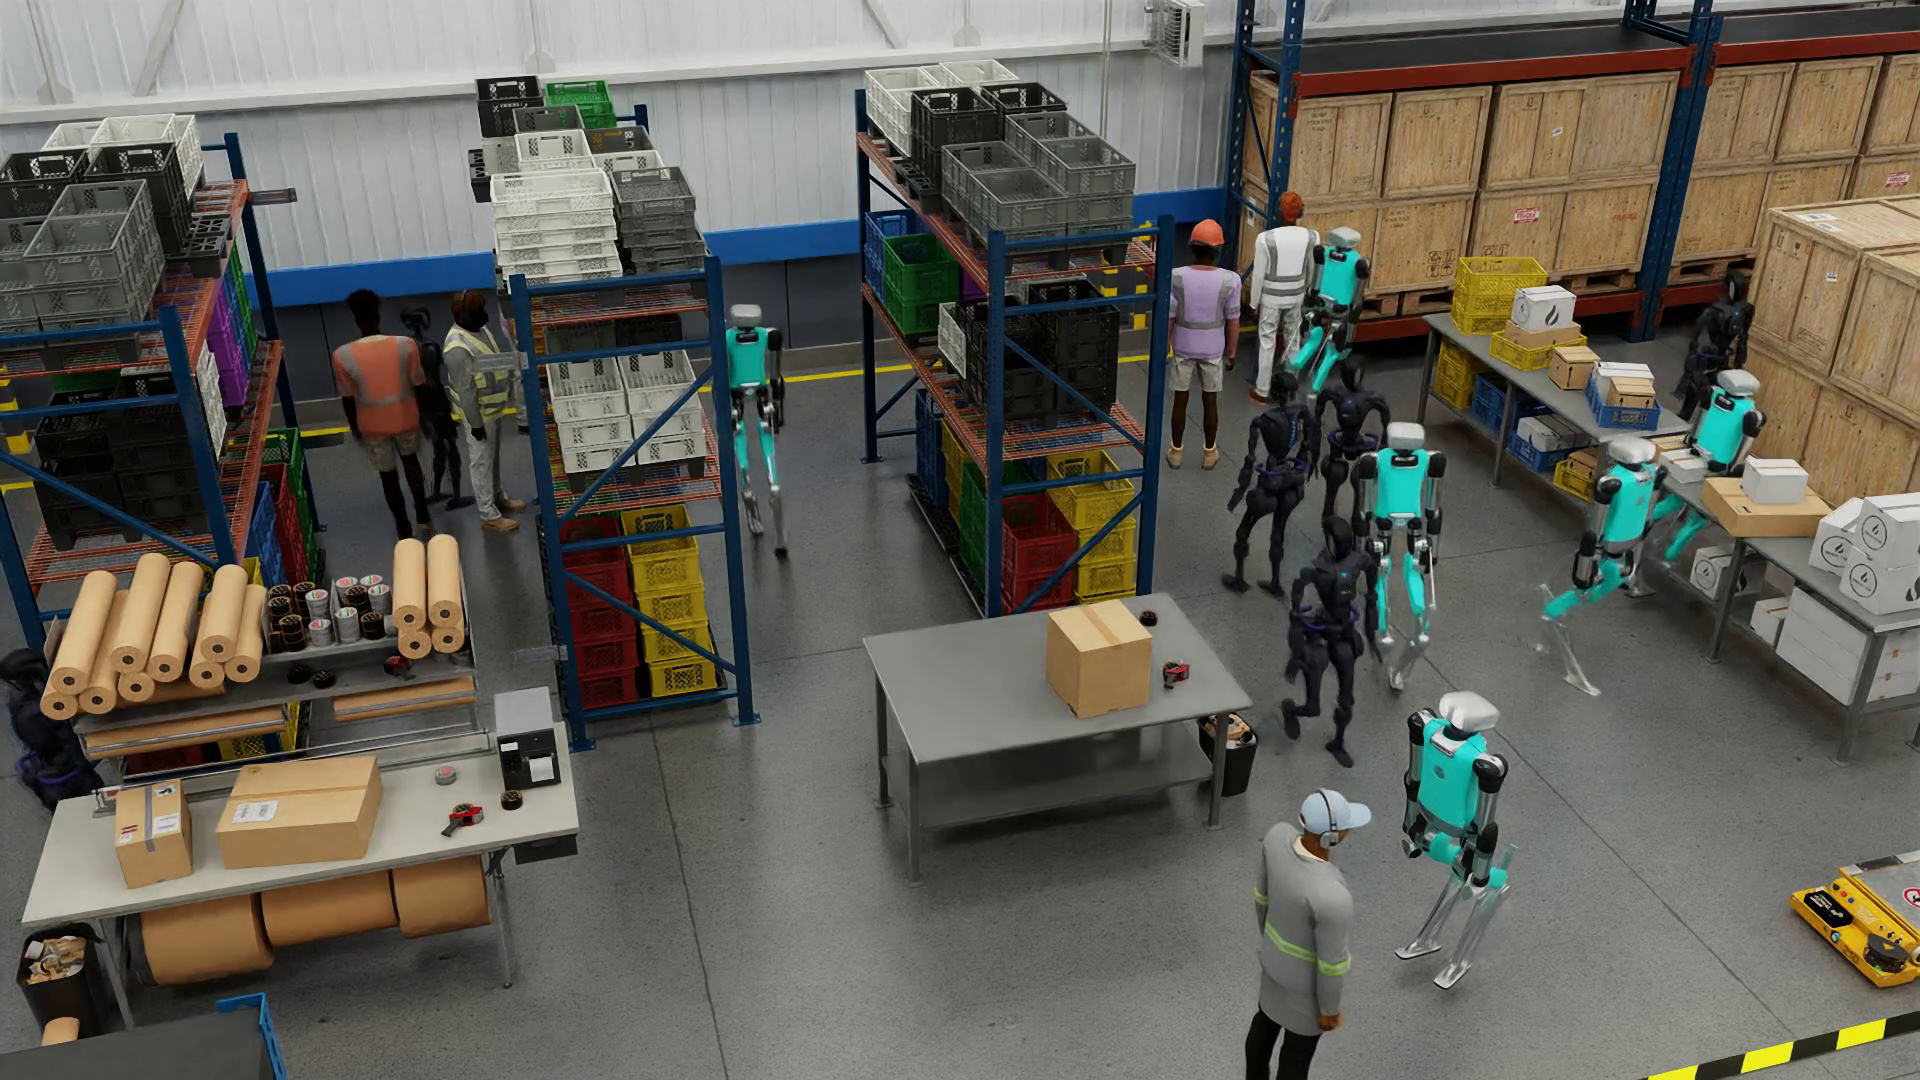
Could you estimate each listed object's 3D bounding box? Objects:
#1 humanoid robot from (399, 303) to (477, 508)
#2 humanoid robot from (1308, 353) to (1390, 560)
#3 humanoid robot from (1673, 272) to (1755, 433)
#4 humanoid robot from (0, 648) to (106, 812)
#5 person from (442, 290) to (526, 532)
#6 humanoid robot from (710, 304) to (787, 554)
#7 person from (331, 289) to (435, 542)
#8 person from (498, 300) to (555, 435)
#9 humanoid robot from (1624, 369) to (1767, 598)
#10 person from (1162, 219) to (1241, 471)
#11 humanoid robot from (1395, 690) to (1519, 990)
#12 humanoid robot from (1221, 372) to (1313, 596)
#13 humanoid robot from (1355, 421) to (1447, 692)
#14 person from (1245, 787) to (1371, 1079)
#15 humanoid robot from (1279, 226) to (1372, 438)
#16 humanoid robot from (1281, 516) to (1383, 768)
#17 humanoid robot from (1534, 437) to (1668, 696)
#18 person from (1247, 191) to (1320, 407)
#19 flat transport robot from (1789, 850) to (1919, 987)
[{"bbox_3d":[-3.937,-1.017,12.555,0.436,1.658,0.593,-19,34,-30],"label":"humanoid robot"},{"bbox_3d":[2.755,-0.550,11.705,0.608,1.645,0.331,15,32,25],"label":"humanoid robot"},{"bbox_3d":[5.968,-1.321,13.117,0.609,1.634,0.656,-9,30,-16],"label":"humanoid robot"},{"bbox_3d":[-4.555,1.237,8.456,0.600,1.639,0.428,19,34,30],"label":"humanoid robot"},{"bbox_3d":[-3.512,-0.966,12.286,0.429,1.844,0.625,-1,29,-2],"label":"person"},{"bbox_3d":[-1.462,-0.713,12.036,0.546,1.878,0.800,-9,30,-16],"label":"humanoid robot"},{"bbox_3d":[-4.133,-0.861,12.000,0.594,1.937,0.575,-16,32,-26],"label":"person"},{"bbox_3d":[-3.559,-1.733,13.717,0.425,1.815,0.582,2,29,3],"label":"person"},{"bbox_3d":[4.849,-0.293,11.173,0.977,1.735,0.541,-9,30,-16],"label":"humanoid robot"},{"bbox_3d":[1.874,-1.525,13.101,0.613,2.035,0.391,3,29,6],"label":"person"},{"bbox_3d":[2.466,1.386,7.975,0.735,1.677,0.533,-17,33,-28],"label":"humanoid robot"},{"bbox_3d":[2.133,-0.392,11.407,0.600,1.651,0.376,-15,32,-25],"label":"humanoid robot"},{"bbox_3d":[2.716,0.222,10.264,0.541,1.802,0.795,1,29,1],"label":"humanoid robot"},{"bbox_3d":[1.487,1.831,7.186,0.400,1.852,0.589,-10,30,-18],"label":"person"},{"bbox_3d":[2.914,-1.628,13.615,0.671,1.810,0.552,-24,37,-36],"label":"humanoid robot"},{"bbox_3d":[2.158,0.555,9.698,0.607,1.644,0.471,-5,29,-8],"label":"humanoid robot"},{"bbox_3d":[3.895,0.132,10.503,0.538,1.876,0.772,-15,32,-25],"label":"humanoid robot"},{"bbox_3d":[2.747,-2.047,14.208,0.582,1.883,0.338,-5,29,-9],"label":"person"},{"bbox_3d":[5.163,1.916,8.676,1.431,0.231,0.659,-8,30,-14],"label":"flat transport robot"}]
